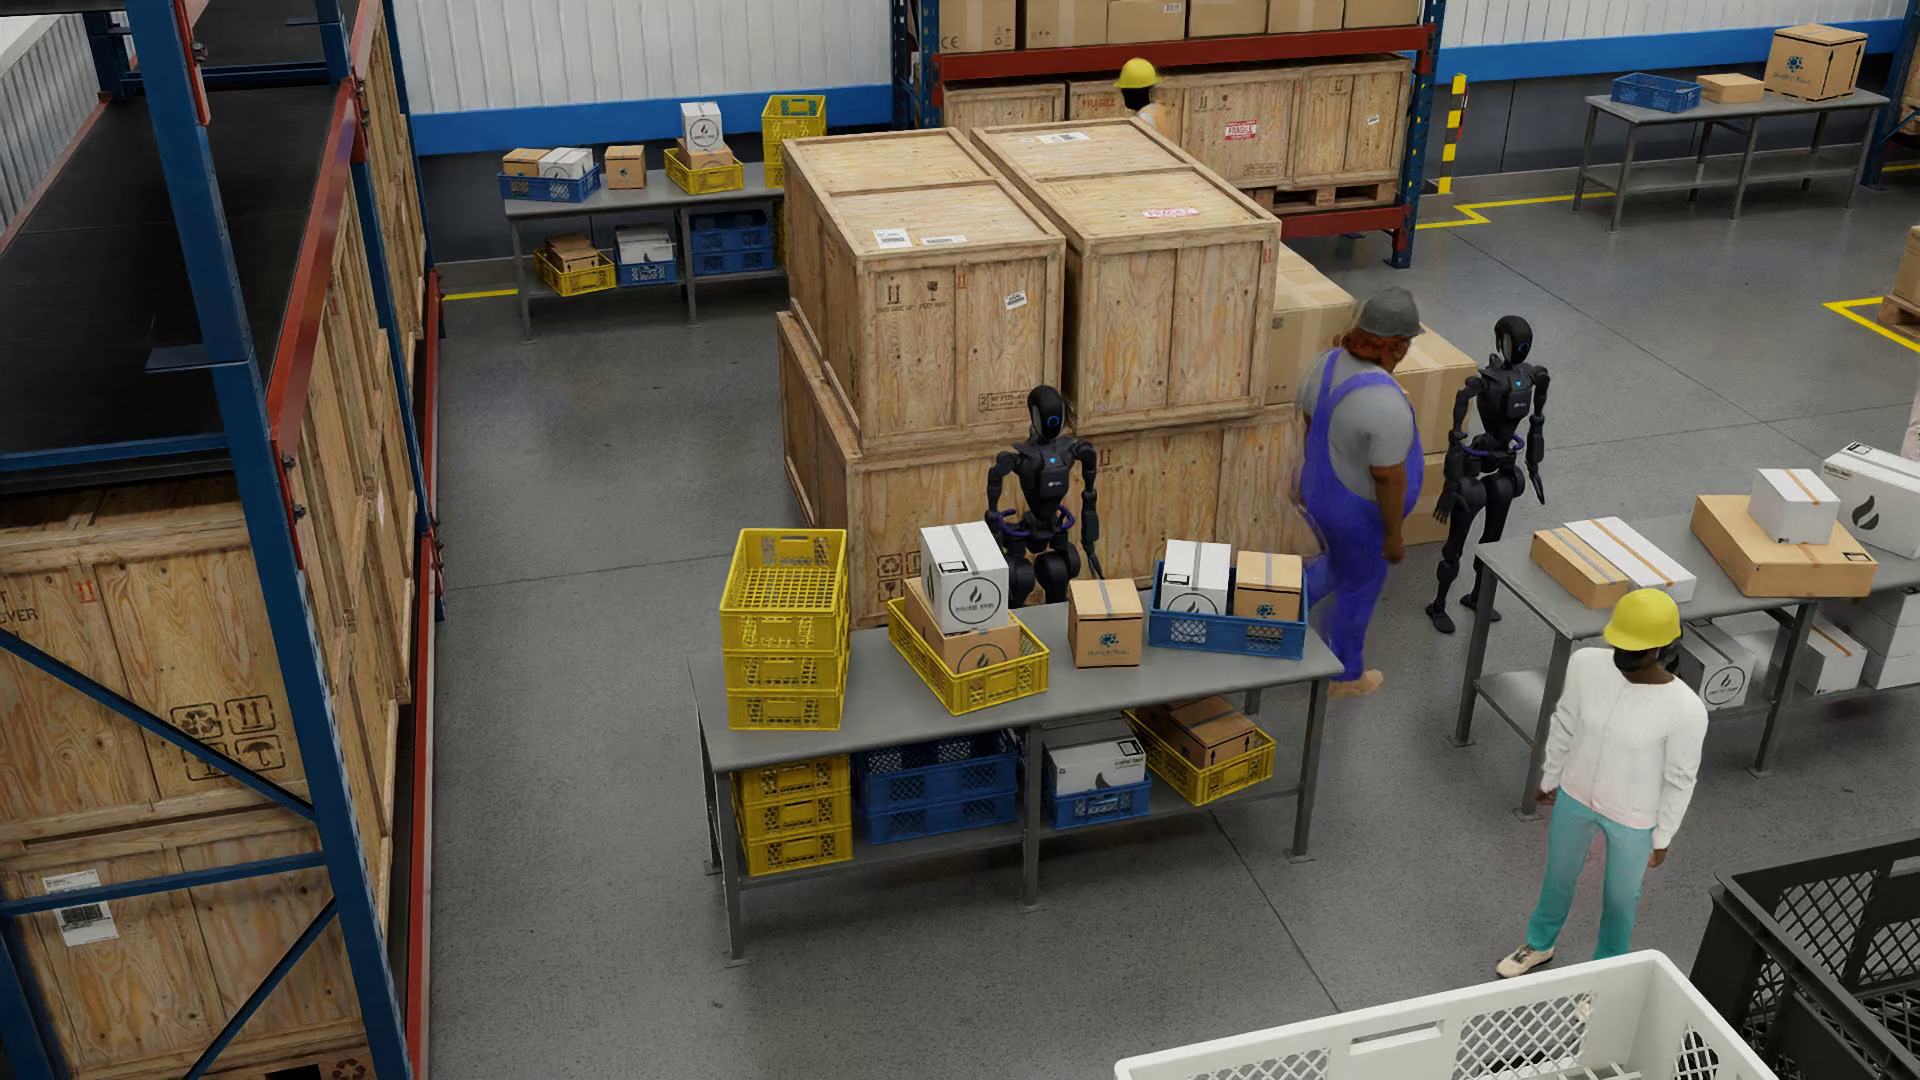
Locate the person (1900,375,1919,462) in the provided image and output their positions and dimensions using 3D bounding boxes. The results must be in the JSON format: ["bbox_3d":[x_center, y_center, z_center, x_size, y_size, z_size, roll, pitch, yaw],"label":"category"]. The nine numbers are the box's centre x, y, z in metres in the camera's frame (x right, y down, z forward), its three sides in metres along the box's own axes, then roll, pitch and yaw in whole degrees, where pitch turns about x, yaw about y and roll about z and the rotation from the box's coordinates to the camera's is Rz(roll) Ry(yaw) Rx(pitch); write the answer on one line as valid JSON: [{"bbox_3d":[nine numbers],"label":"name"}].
[{"bbox_3d":[4.699,-0.322,7.924,0.611,1.988,0.400,-13,31,-22],"label":"person"}]

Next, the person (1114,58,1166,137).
[{"bbox_3d":[1.265,-2.493,11.934,0.378,1.920,0.592,10,30,18],"label":"person"}]

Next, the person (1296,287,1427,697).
[{"bbox_3d":[1.813,-0.202,7.650,0.604,2.000,0.704,-6,29,-10],"label":"person"}]

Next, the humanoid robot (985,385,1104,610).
[{"bbox_3d":[0.367,0.065,7.523,0.601,1.657,0.313,-11,31,-19],"label":"humanoid robot"}]

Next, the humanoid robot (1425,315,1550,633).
[{"bbox_3d":[2.622,-0.322,8.228,0.608,1.657,0.314,-11,31,-19],"label":"humanoid robot"}]

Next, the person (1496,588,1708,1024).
[{"bbox_3d":[2.276,0.938,5.861,0.329,1.767,0.525,-23,36,-35],"label":"person"}]
